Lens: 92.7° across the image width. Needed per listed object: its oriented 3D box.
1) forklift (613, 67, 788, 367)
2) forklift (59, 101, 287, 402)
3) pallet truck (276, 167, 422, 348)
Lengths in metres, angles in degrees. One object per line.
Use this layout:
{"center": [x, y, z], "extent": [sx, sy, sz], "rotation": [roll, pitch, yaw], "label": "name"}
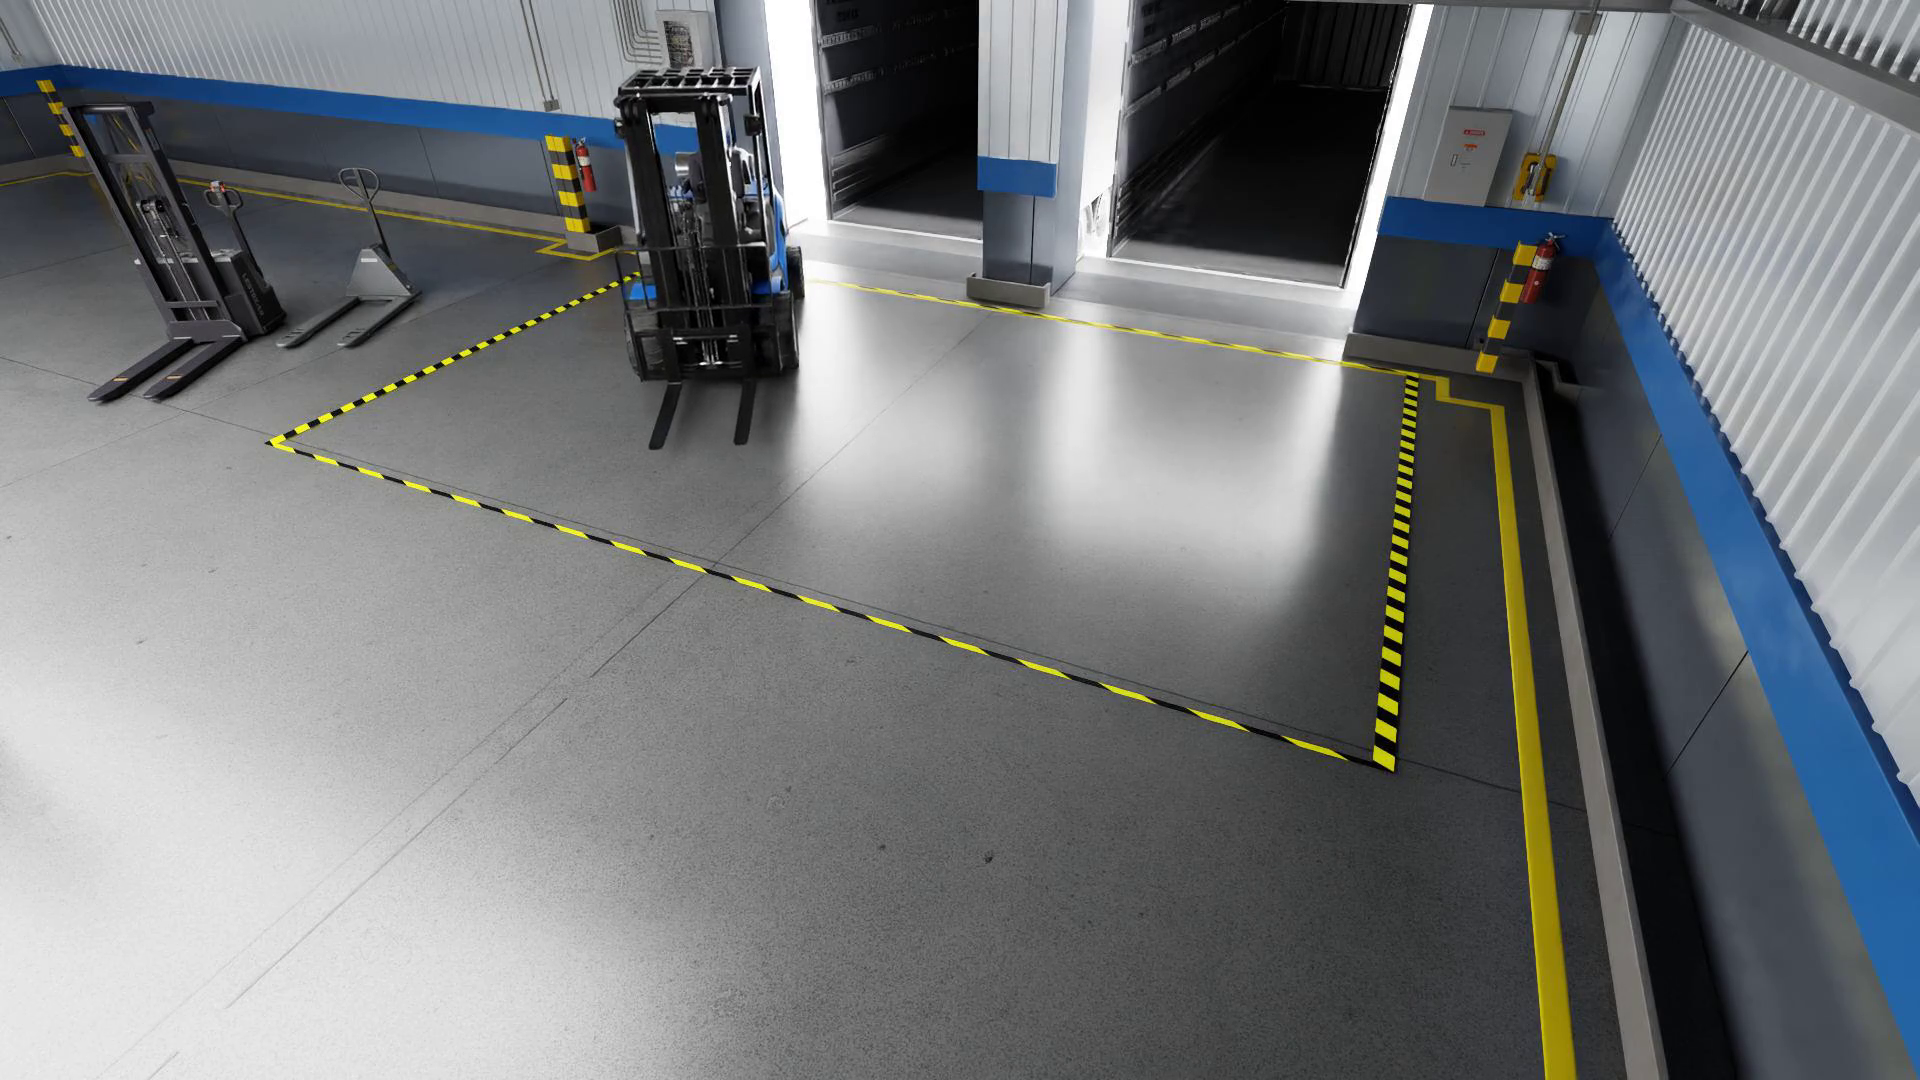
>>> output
{"center": [-2.126, -2.844, 7.775], "extent": [1.157, 2.036, 2.680], "rotation": [-4, 35, -6], "label": "forklift"}
{"center": [-6.686, -2.387, 7.434], "extent": [0.823, 1.965, 1.885], "rotation": [-3, 35, -5], "label": "forklift"}
{"center": [-5.732, -2.611, 8.414], "extent": [0.680, 1.201, 1.601], "rotation": [-1, 35, -1], "label": "pallet truck"}
